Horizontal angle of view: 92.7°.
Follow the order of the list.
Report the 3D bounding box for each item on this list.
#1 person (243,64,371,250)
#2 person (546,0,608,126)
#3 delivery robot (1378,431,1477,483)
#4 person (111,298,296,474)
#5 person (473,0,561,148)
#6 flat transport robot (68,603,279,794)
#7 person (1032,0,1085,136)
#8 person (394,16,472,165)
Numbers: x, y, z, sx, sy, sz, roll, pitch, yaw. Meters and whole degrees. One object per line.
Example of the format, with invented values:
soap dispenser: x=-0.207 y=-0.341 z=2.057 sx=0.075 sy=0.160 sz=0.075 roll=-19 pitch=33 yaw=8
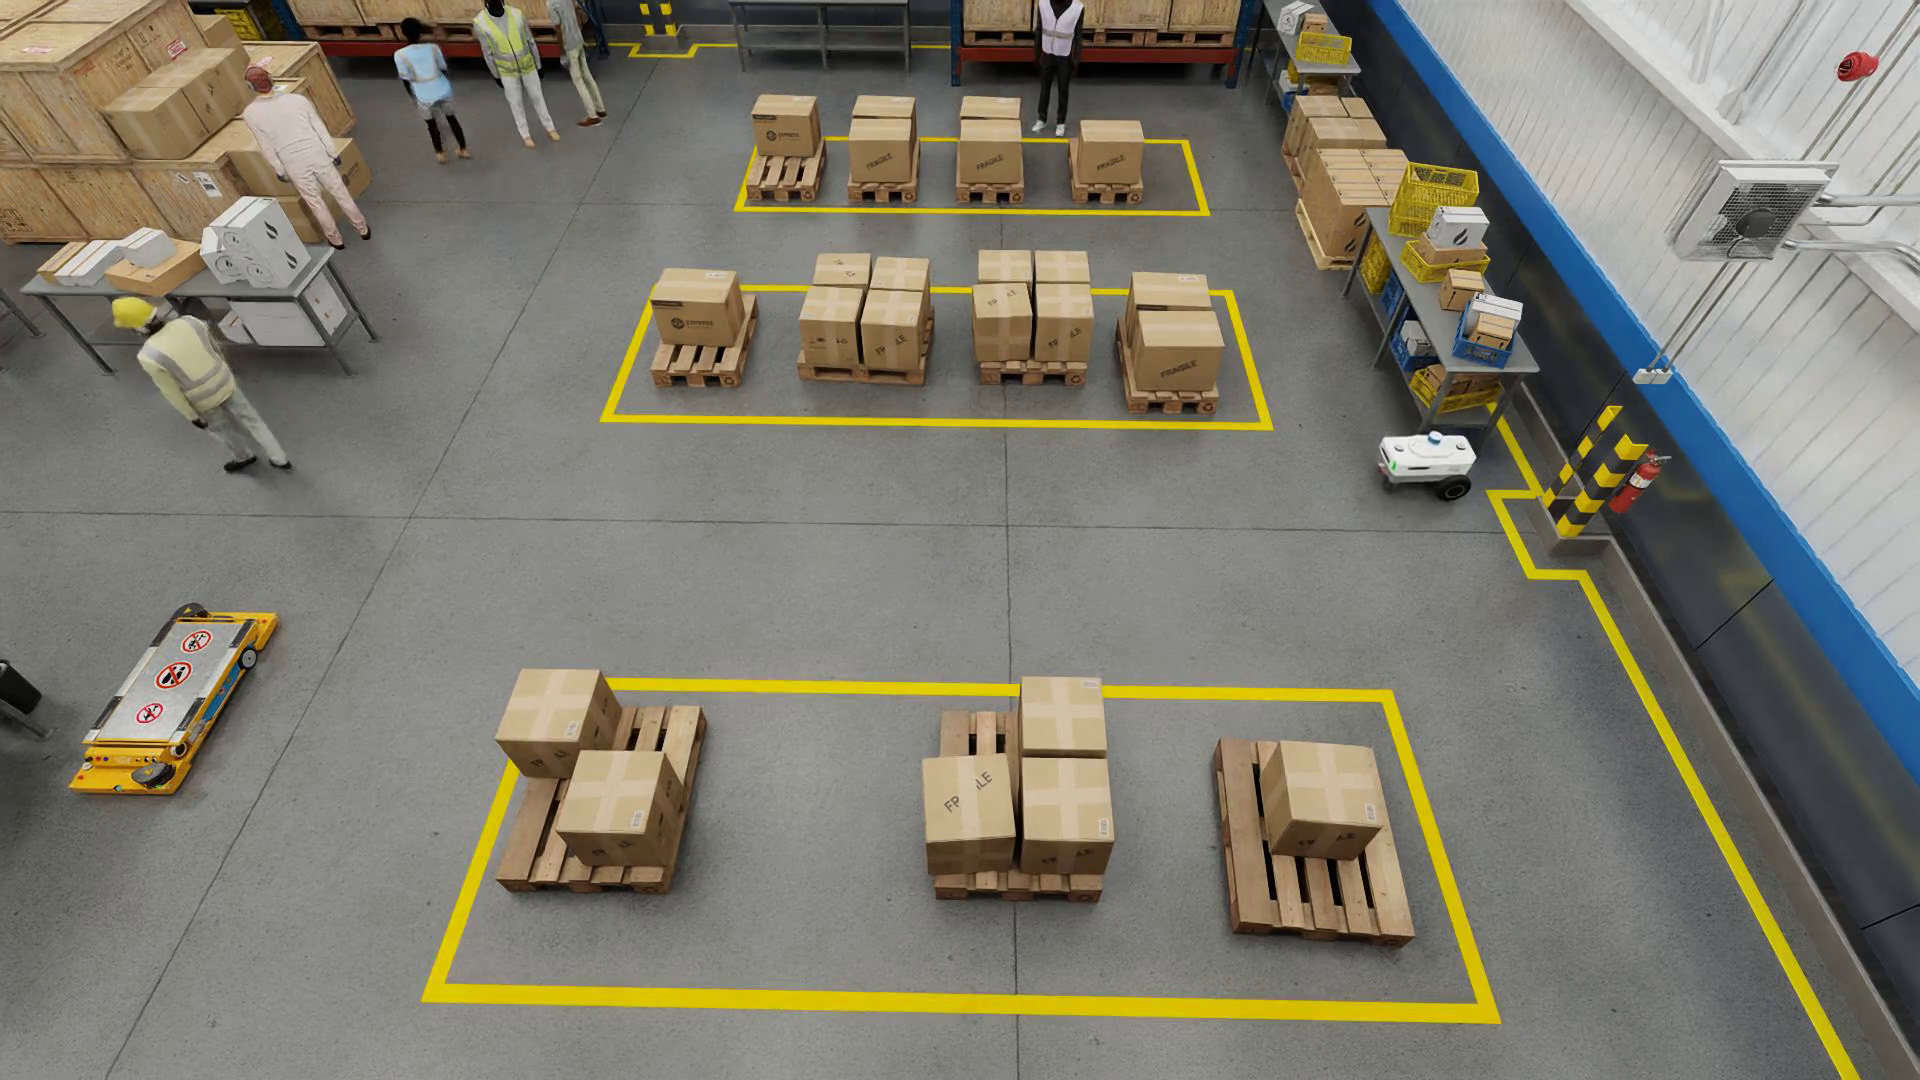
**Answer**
person: x=-6.929 y=-4.022 z=9.690 sx=0.653 sy=1.904 sz=0.405 roll=-34 pitch=58 yaw=-25
person: x=-4.920 y=-6.239 z=11.602 sx=0.330 sy=1.855 sz=0.517 roll=11 pitch=51 yaw=9
delivery robot: x=3.905 y=-0.703 z=7.700 sx=0.707 sy=0.478 sz=0.477 roll=-1 pitch=50 yaw=-1
person: x=-6.080 y=-1.217 z=7.379 sx=0.602 sy=1.799 sz=0.638 roll=14 pitch=51 yaw=12
person: x=-5.424 y=-5.767 z=11.217 sx=0.624 sy=1.836 sz=0.431 roll=-27 pitch=55 yaw=-21
flat transport robot: x=-5.504 y=1.072 z=6.442 sx=0.652 sy=0.197 sz=1.431 roll=1 pitch=50 yaw=1
person: x=1.207 y=-6.037 z=11.386 sx=0.597 sy=1.916 sz=0.370 roll=16 pitch=52 yaw=13
person: x=-6.340 y=-5.369 z=10.982 sx=0.595 sy=1.670 sz=0.476 roll=-28 pitch=55 yaw=-22
